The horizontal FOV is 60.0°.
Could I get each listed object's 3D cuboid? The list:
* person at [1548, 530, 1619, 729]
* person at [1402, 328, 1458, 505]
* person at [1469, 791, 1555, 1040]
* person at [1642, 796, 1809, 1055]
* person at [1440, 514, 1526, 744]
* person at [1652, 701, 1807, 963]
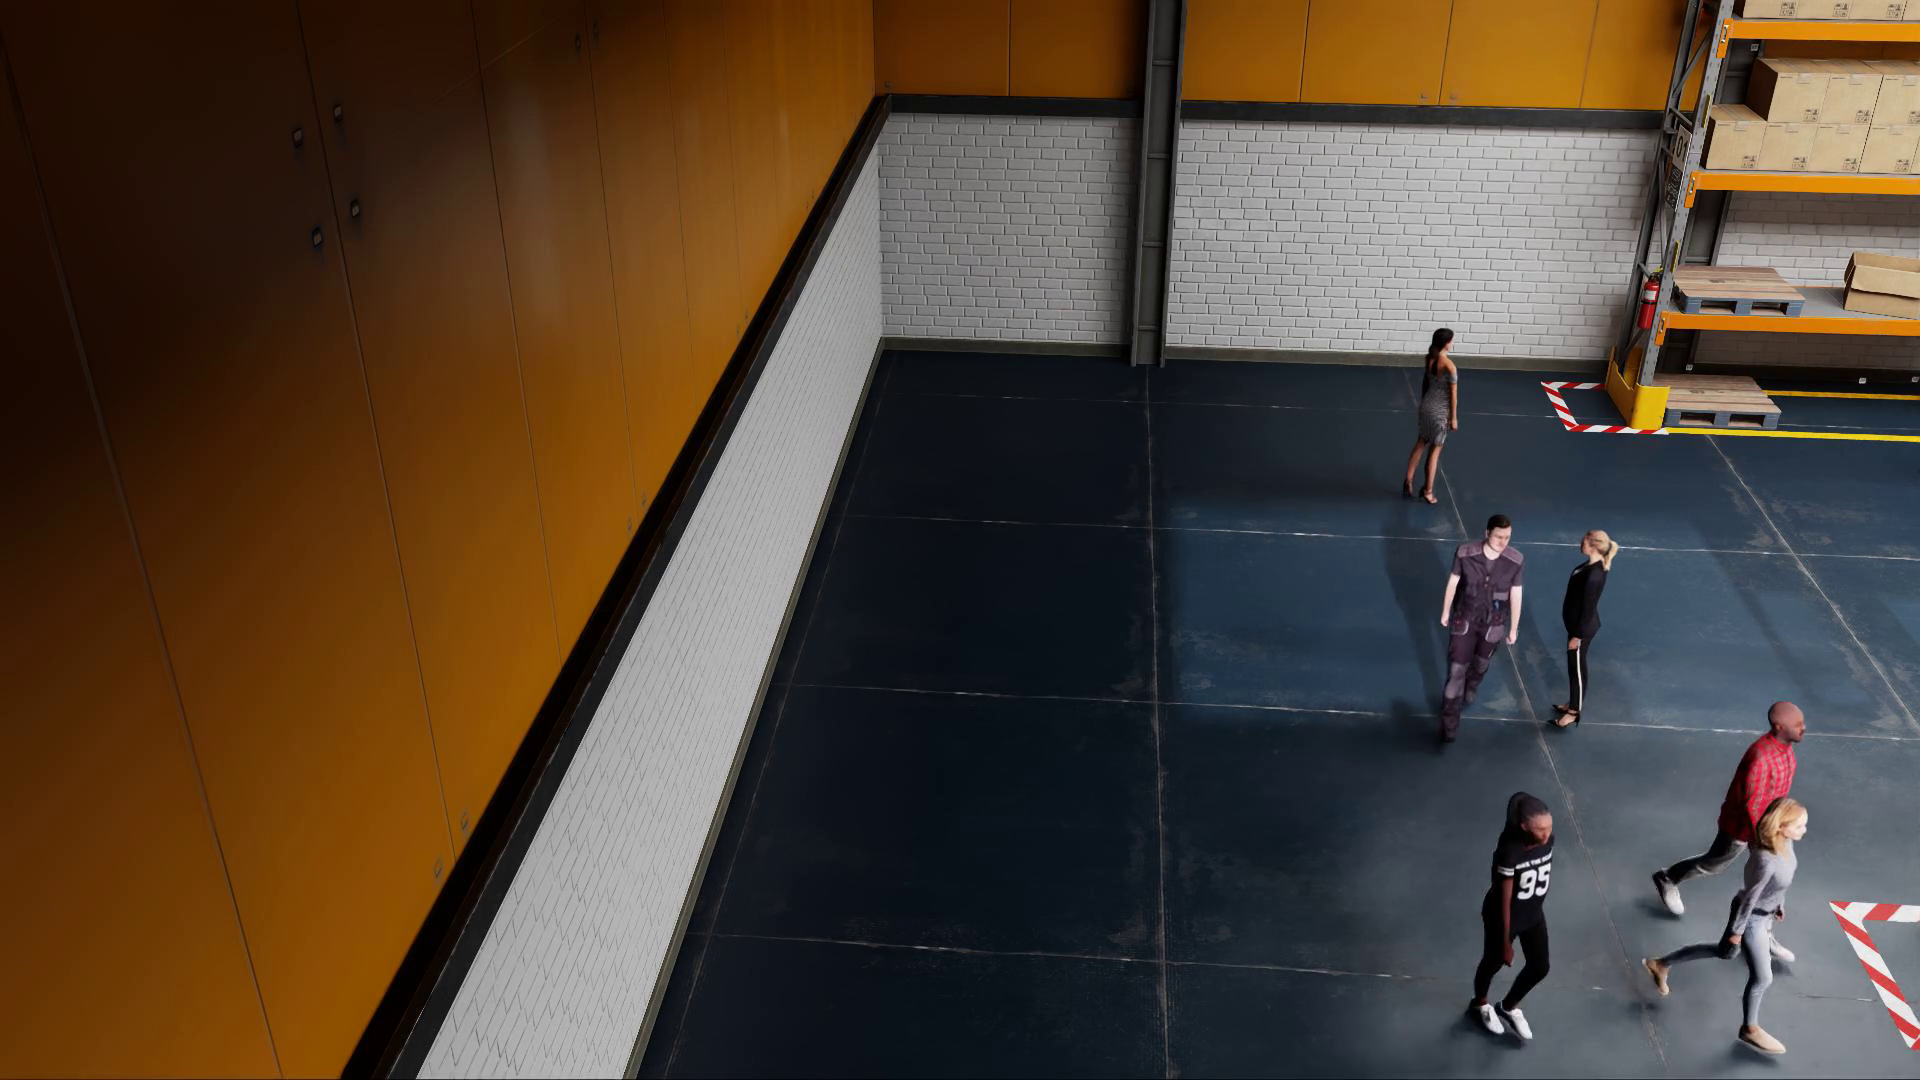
[{"bbox_3d":[4.796,0.687,12.802,0.658,1.705,0.688,14,32,24],"label":"person"},{"bbox_3d":[4.572,-1.203,16.140,0.717,1.825,0.703,-12,31,-21],"label":"person"},{"bbox_3d":[3.248,2.225,9.971,0.734,1.715,0.806,-13,31,-22],"label":"person"},{"bbox_3d":[4.630,2.217,9.929,1.199,1.769,0.988,19,34,31],"label":"person"},{"bbox_3d":[4.026,0.594,12.868,1.194,1.805,0.928,9,30,16],"label":"person"},{"bbox_3d":[4.981,1.783,10.700,1.218,1.793,1.241,-19,34,-31],"label":"person"}]
